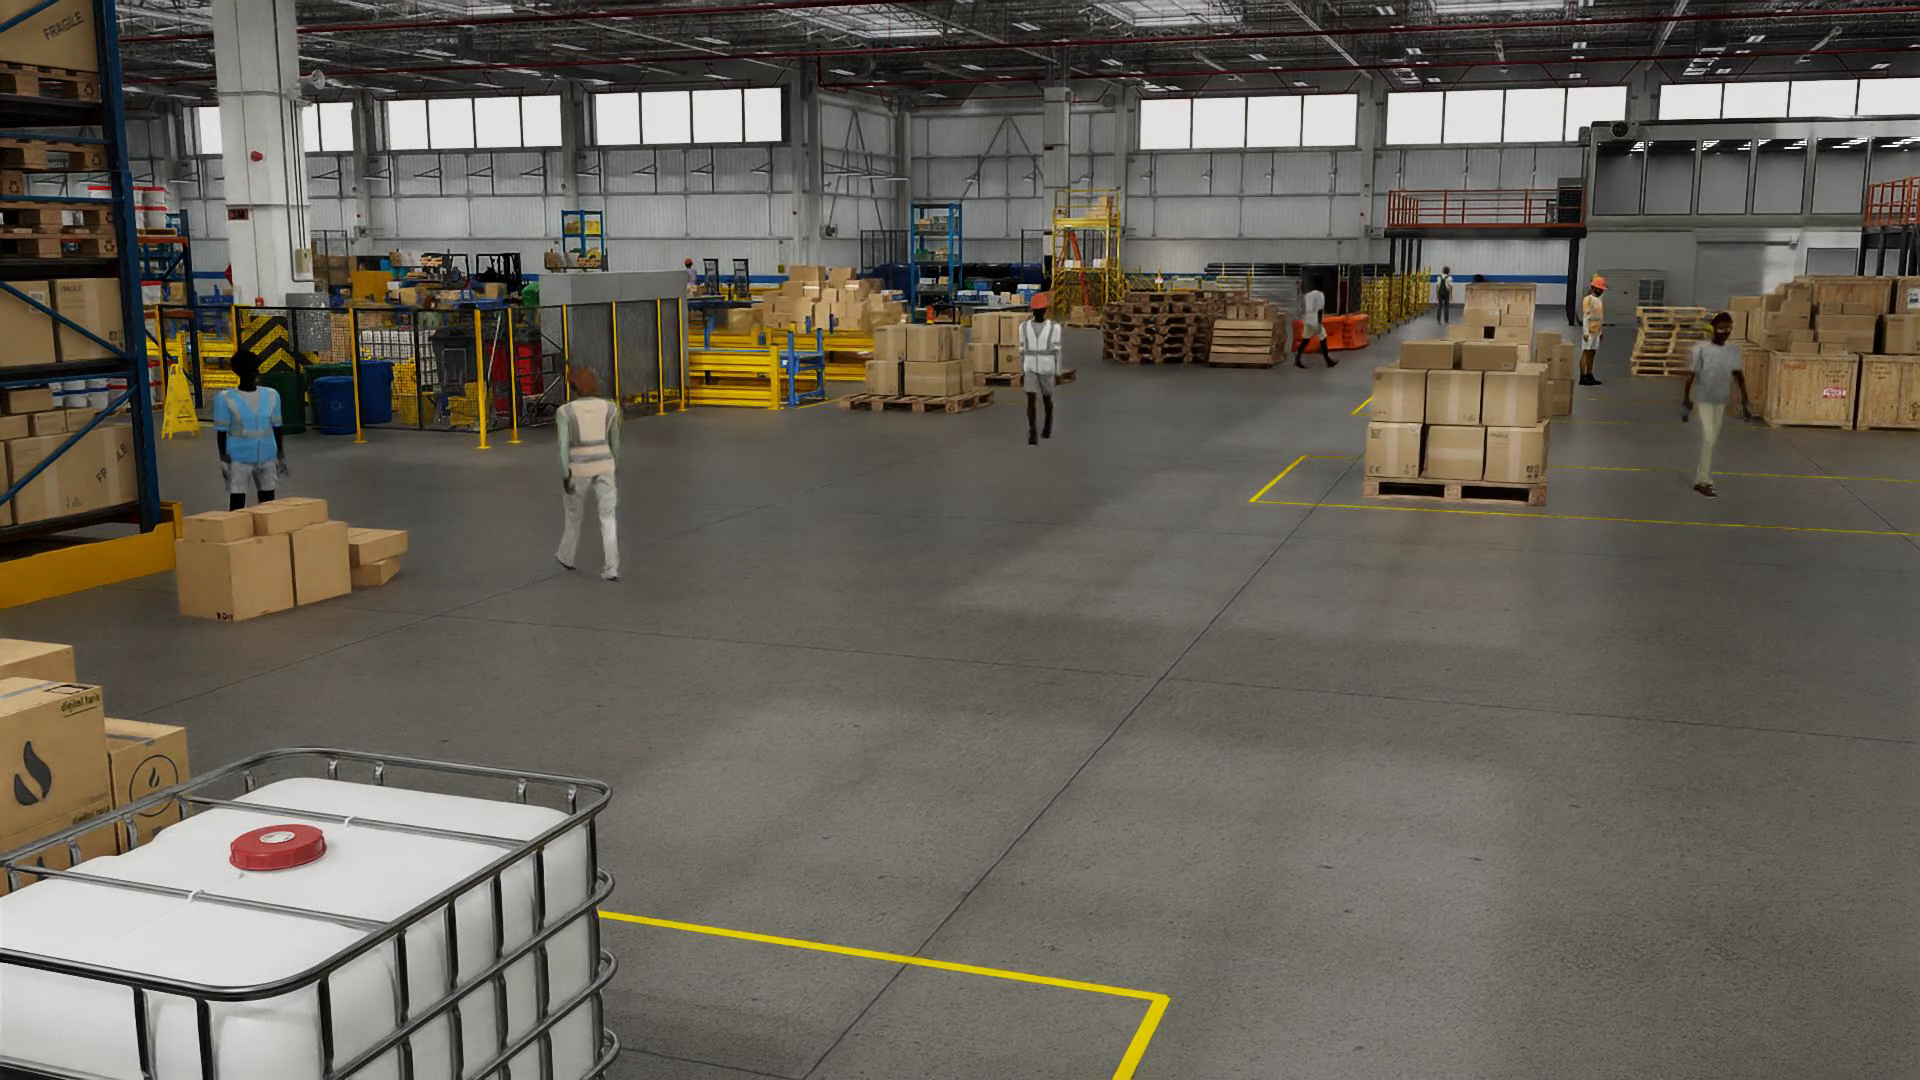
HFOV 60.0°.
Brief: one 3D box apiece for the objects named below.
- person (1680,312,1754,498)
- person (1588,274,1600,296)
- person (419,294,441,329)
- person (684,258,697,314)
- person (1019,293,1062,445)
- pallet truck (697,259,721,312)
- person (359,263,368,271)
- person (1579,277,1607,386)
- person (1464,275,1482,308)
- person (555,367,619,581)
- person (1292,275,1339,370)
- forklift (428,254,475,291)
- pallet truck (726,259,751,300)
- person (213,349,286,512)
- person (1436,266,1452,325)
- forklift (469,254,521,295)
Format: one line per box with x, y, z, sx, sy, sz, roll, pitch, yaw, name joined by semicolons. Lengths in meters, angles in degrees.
7.530;-1.328;16.495;0.545;1.841;0.758;-2;10;-11;person
16.199;-5.915;42.520;0.326;1.767;0.533;9;13;41;person
-9.520;-3.614;29.986;0.374;1.616;0.510;2;10;10;person
-9.347;-8.704;57.482;0.406;2.034;0.608;7;12;34;person
1.027;-2.193;21.169;0.550;1.913;0.866;2;10;11;person
-9.165;-9.627;62.776;0.823;1.965;1.885;4;11;23;pallet truck
-20.500;-8.584;57.253;0.578;1.915;0.676;-3;11;-18;person
11.329;-3.725;29.726;0.543;1.931;0.371;-8;13;-40;person
10.834;-4.614;34.911;0.610;1.871;1.006;0;10;2;person
-2.811;-0.509;12.571;0.518;1.592;0.869;-6;12;-29;person
7.121;-4.356;33.349;1.059;1.908;0.620;-5;11;-24;person
-20.133;-10.254;65.465;1.157;1.987;2.680;3;11;19;forklift
-7.986;-9.493;62.019;0.823;1.965;1.885;3;11;17;pallet truck
-5.556;-0.645;13.037;0.317;1.695;0.540;10;14;43;person
15.218;-7.682;52.254;0.514;1.842;0.324;8;13;38;person
-17.990;-10.121;64.684;1.157;1.987;2.680;3;11;17;forklift
